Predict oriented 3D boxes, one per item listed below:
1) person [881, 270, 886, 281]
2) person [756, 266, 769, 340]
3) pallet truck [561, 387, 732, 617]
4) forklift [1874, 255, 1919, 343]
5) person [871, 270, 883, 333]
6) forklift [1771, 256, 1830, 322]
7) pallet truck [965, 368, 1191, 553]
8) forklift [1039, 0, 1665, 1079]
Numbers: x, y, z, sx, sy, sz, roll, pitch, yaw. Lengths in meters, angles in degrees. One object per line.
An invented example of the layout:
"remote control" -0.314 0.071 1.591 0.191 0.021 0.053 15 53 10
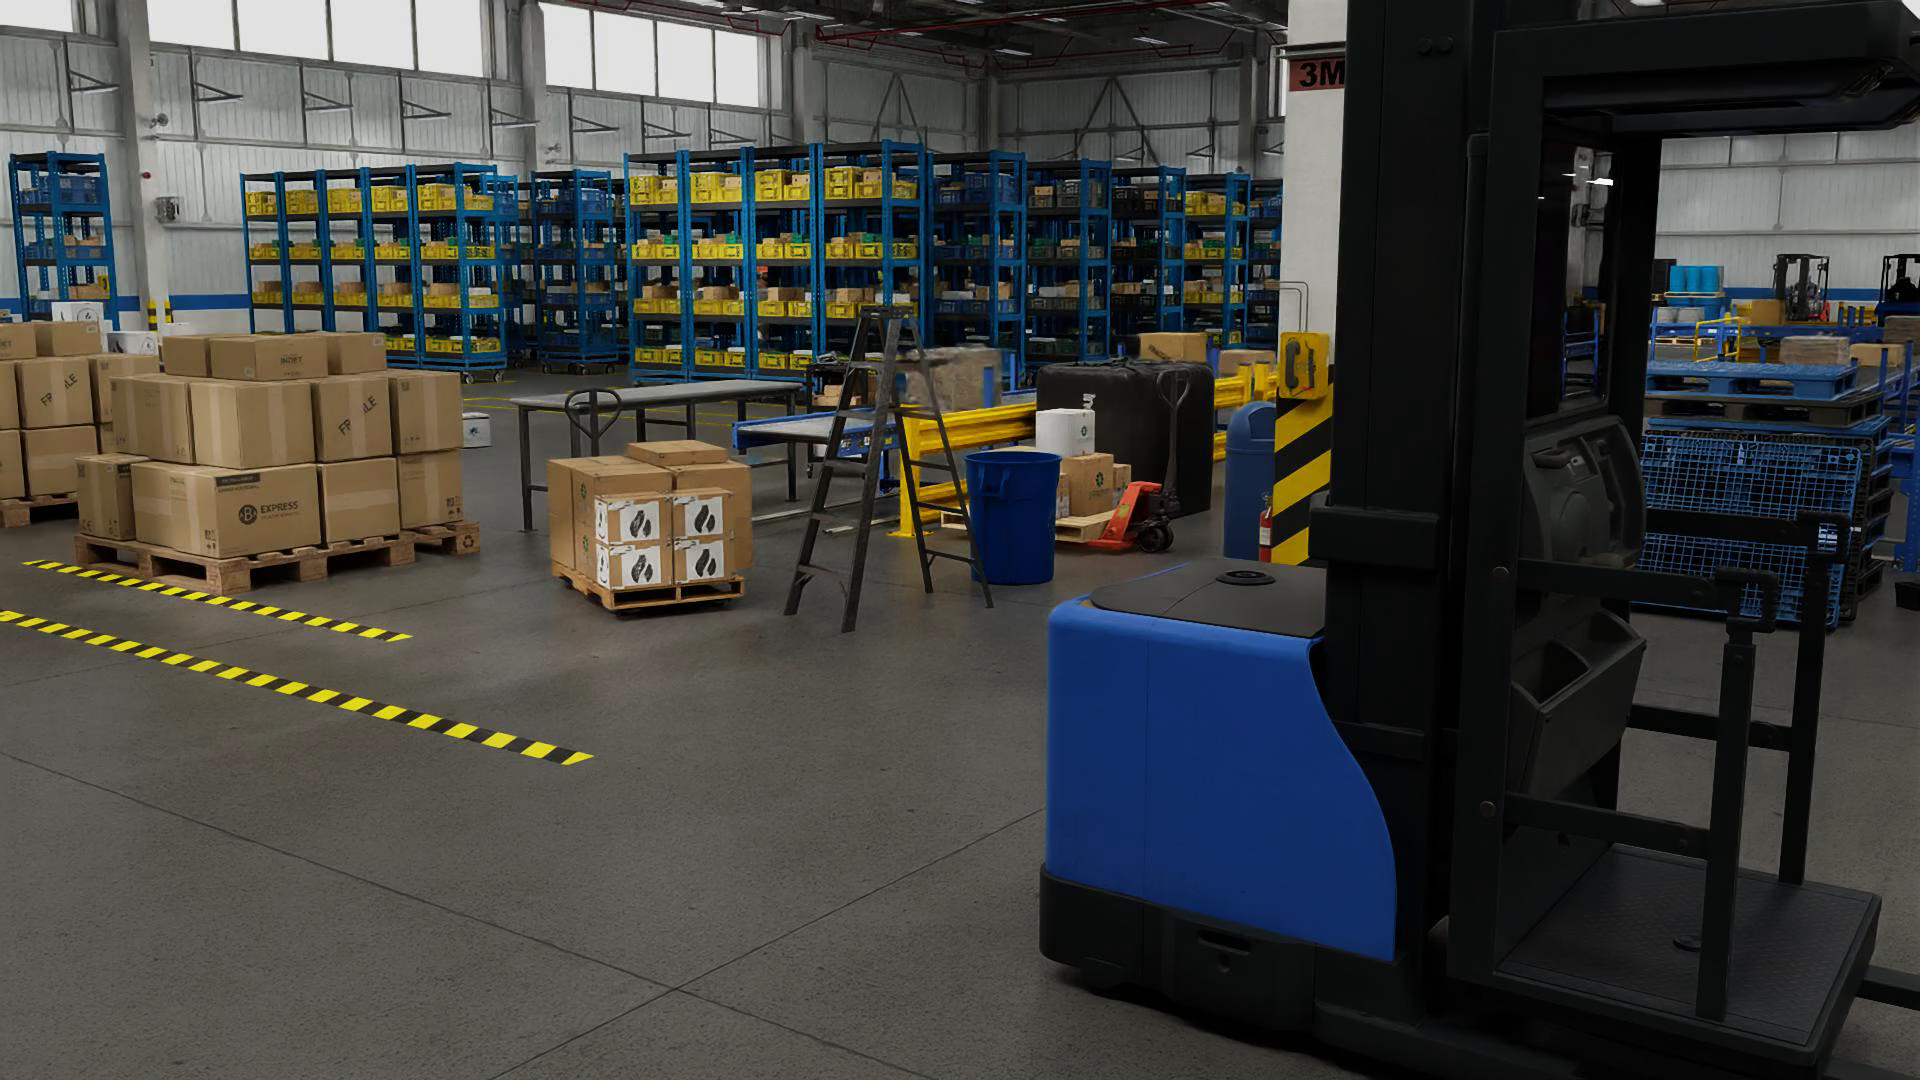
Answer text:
"person" -1.632 -4.823 35.405 0.571 1.830 0.482 8 12 40
"person" -3.496 -3.929 29.571 0.381 1.996 0.608 3 10 15
"pallet truck" -1.981 -0.274 10.088 0.680 1.201 1.601 -5 11 -28
"forklift" 22.089 -5.634 38.796 1.157 1.987 2.680 6 11 33
"person" -1.685 -4.521 33.586 0.403 1.830 0.600 1 10 6
"forklift" 20.253 -5.854 40.139 1.157 1.987 2.680 7 12 35
"pallet truck" 0.845 -0.609 11.869 1.630 1.274 0.653 7 12 35
"forklift" 1.249 -0.137 4.360 1.873 2.768 1.129 7 12 35
